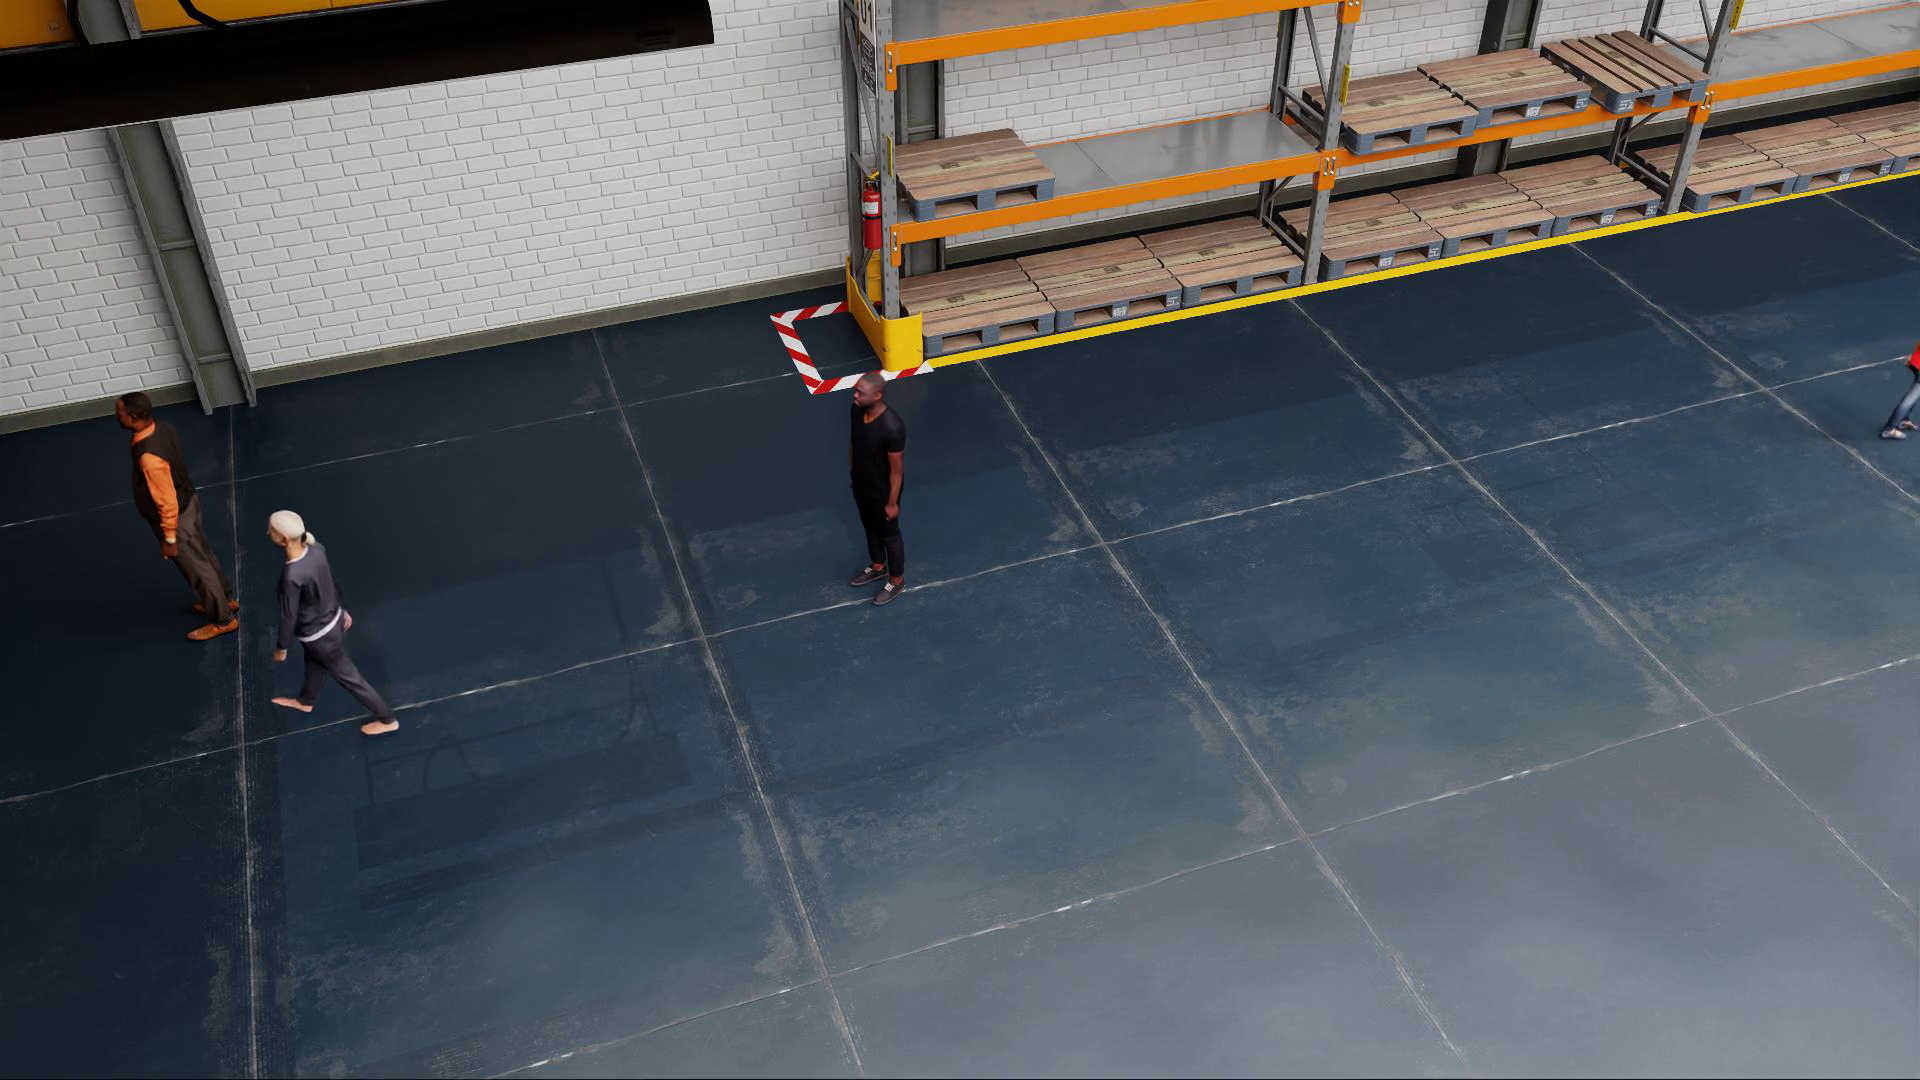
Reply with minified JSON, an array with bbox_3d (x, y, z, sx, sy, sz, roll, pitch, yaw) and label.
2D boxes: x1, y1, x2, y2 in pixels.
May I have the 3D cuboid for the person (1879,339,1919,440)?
[{"bbox_3d":[7.397,-1.328,12.866,0.643,1.297,0.593,-2,39,-2],"label":"person"}]

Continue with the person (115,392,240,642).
[{"bbox_3d":[-5.136,-0.169,10.925,0.628,1.907,0.712,-9,39,-11],"label":"person"}]

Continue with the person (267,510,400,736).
[{"bbox_3d":[-3.839,0.546,10.205,1.154,1.690,0.882,0,39,0],"label":"person"}]

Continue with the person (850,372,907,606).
[{"bbox_3d":[-0.553,-0.367,11.245,0.660,1.819,0.724,-26,45,-29],"label":"person"}]
